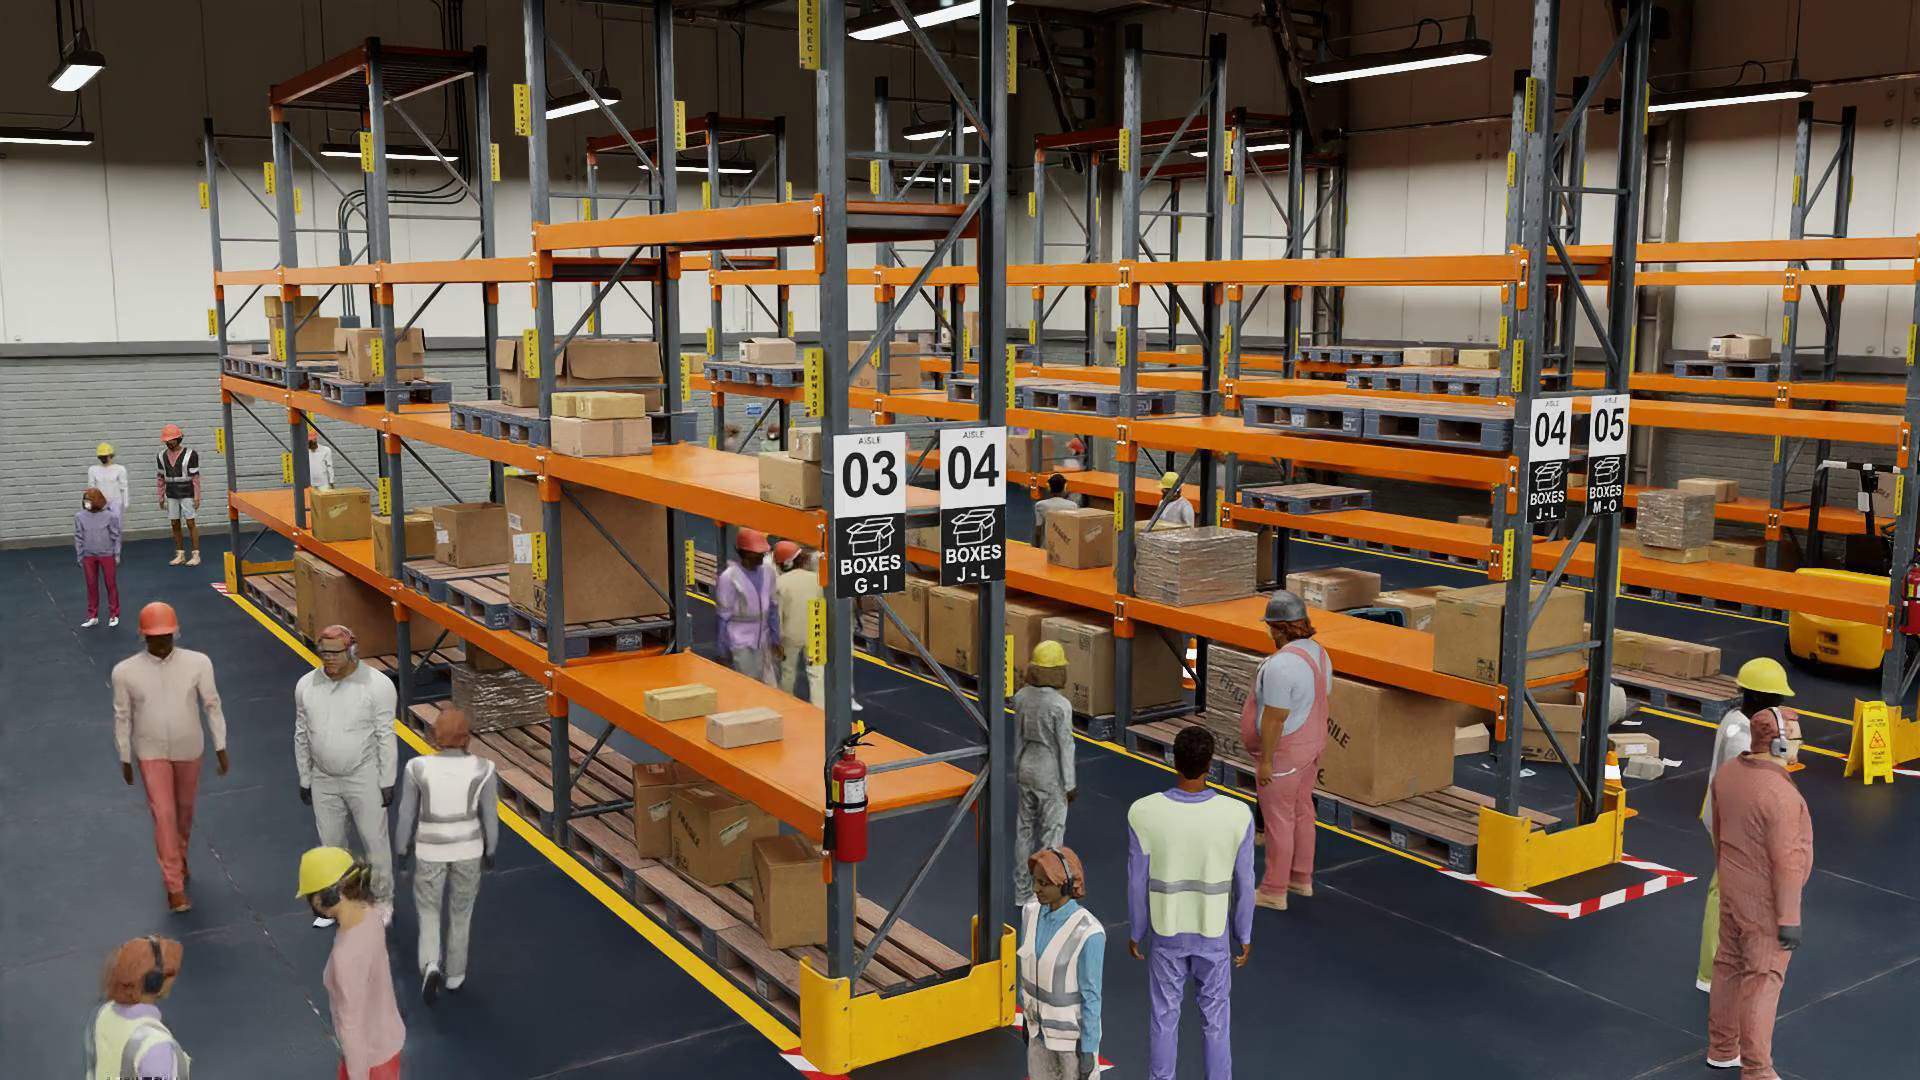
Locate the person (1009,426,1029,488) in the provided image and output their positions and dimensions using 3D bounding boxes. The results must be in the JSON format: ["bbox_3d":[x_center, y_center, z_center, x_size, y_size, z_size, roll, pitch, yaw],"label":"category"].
[{"bbox_3d":[1.285,-1.891,32.665,0.625,1.827,0.679,-1,9,-6],"label":"person"}]

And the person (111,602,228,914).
[{"bbox_3d":[-5.111,1.338,10.773,0.625,1.950,1.015,-6,10,-34],"label":"person"}]

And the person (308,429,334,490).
[{"bbox_3d":[-10.312,-0.933,26.587,0.574,1.737,0.354,-3,9,-21],"label":"person"}]

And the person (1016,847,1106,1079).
[{"bbox_3d":[0.421,2.069,6.949,0.310,1.631,0.510,-6,10,-35],"label":"person"}]

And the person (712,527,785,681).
[{"bbox_3d":[-1.829,0.844,13.935,0.721,2.008,0.627,6,11,35],"label":"person"}]

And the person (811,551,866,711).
[{"bbox_3d":[-1.132,0.697,15.385,0.528,1.851,0.336,-5,10,-29],"label":"person"}]

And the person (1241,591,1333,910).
[{"bbox_3d":[2.065,1.311,10.633,0.535,2.000,0.686,7,11,37],"label":"person"}]

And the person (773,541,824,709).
[{"bbox_3d":[-1.445,0.843,14.868,0.582,1.690,0.866,-4,9,-25],"label":"person"}]

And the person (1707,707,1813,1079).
[{"bbox_3d":[3.940,1.751,8.145,0.406,1.911,0.636,0,9,-3],"label":"person"}]

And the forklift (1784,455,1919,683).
[{"bbox_3d":[9.643,0.253,17.172,2.313,2.155,1.214,-6,10,-33],"label":"forklift"}]

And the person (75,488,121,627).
[{"bbox_3d":[-10.027,0.203,19.365,0.501,1.631,0.287,-1,9,-4],"label":"person"}]

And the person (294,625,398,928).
[{"bbox_3d":[-3.759,1.452,10.186,0.640,1.899,0.395,1,9,4],"label":"person"}]

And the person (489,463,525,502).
[{"bbox_3d":[-6.407,-0.464,23.592,0.540,1.695,0.317,-4,9,-25],"label":"person"}]

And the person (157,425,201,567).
[{"bbox_3d":[-11.088,-0.625,23.592,0.612,2.028,0.409,1,9,4],"label":"person"}]

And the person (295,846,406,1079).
[{"bbox_3d":[-2.317,2.056,6.750,0.788,1.714,0.582,-2,9,-12],"label":"person"}]

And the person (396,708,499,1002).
[{"bbox_3d":[-2.805,1.743,9.124,0.553,1.619,0.543,-2,9,-14],"label":"person"}]

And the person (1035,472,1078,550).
[{"bbox_3d":[1.094,0.156,18.875,0.515,1.877,0.328,1,9,4],"label":"person"}]

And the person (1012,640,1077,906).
[{"bbox_3d":[0.544,1.489,10.471,0.311,1.737,0.482,-8,11,-42],"label":"person"}]

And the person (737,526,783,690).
[{"bbox_3d":[-1.905,0.735,14.904,0.777,1.901,0.613,4,9,23],"label":"person"}]

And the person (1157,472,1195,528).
[{"bbox_3d":[2.463,0.119,19.273,0.404,1.829,0.591,-5,10,-28],"label":"person"}]

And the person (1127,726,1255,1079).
[{"bbox_3d":[1.068,1.808,7.733,0.591,1.919,0.392,1,9,6],"label":"person"}]

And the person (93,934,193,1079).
[{"bbox_3d":[-2.925,2.215,5.985,0.529,1.623,0.349,7,11,41],"label":"person"}]

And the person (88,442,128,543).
[{"bbox_3d":[-12.249,-0.550,23.994,0.532,1.752,0.652,-1,9,-8],"label":"person"}]

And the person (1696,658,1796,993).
[{"bbox_3d":[4.348,1.588,9.223,0.419,1.917,0.582,4,9,25],"label":"person"}]
